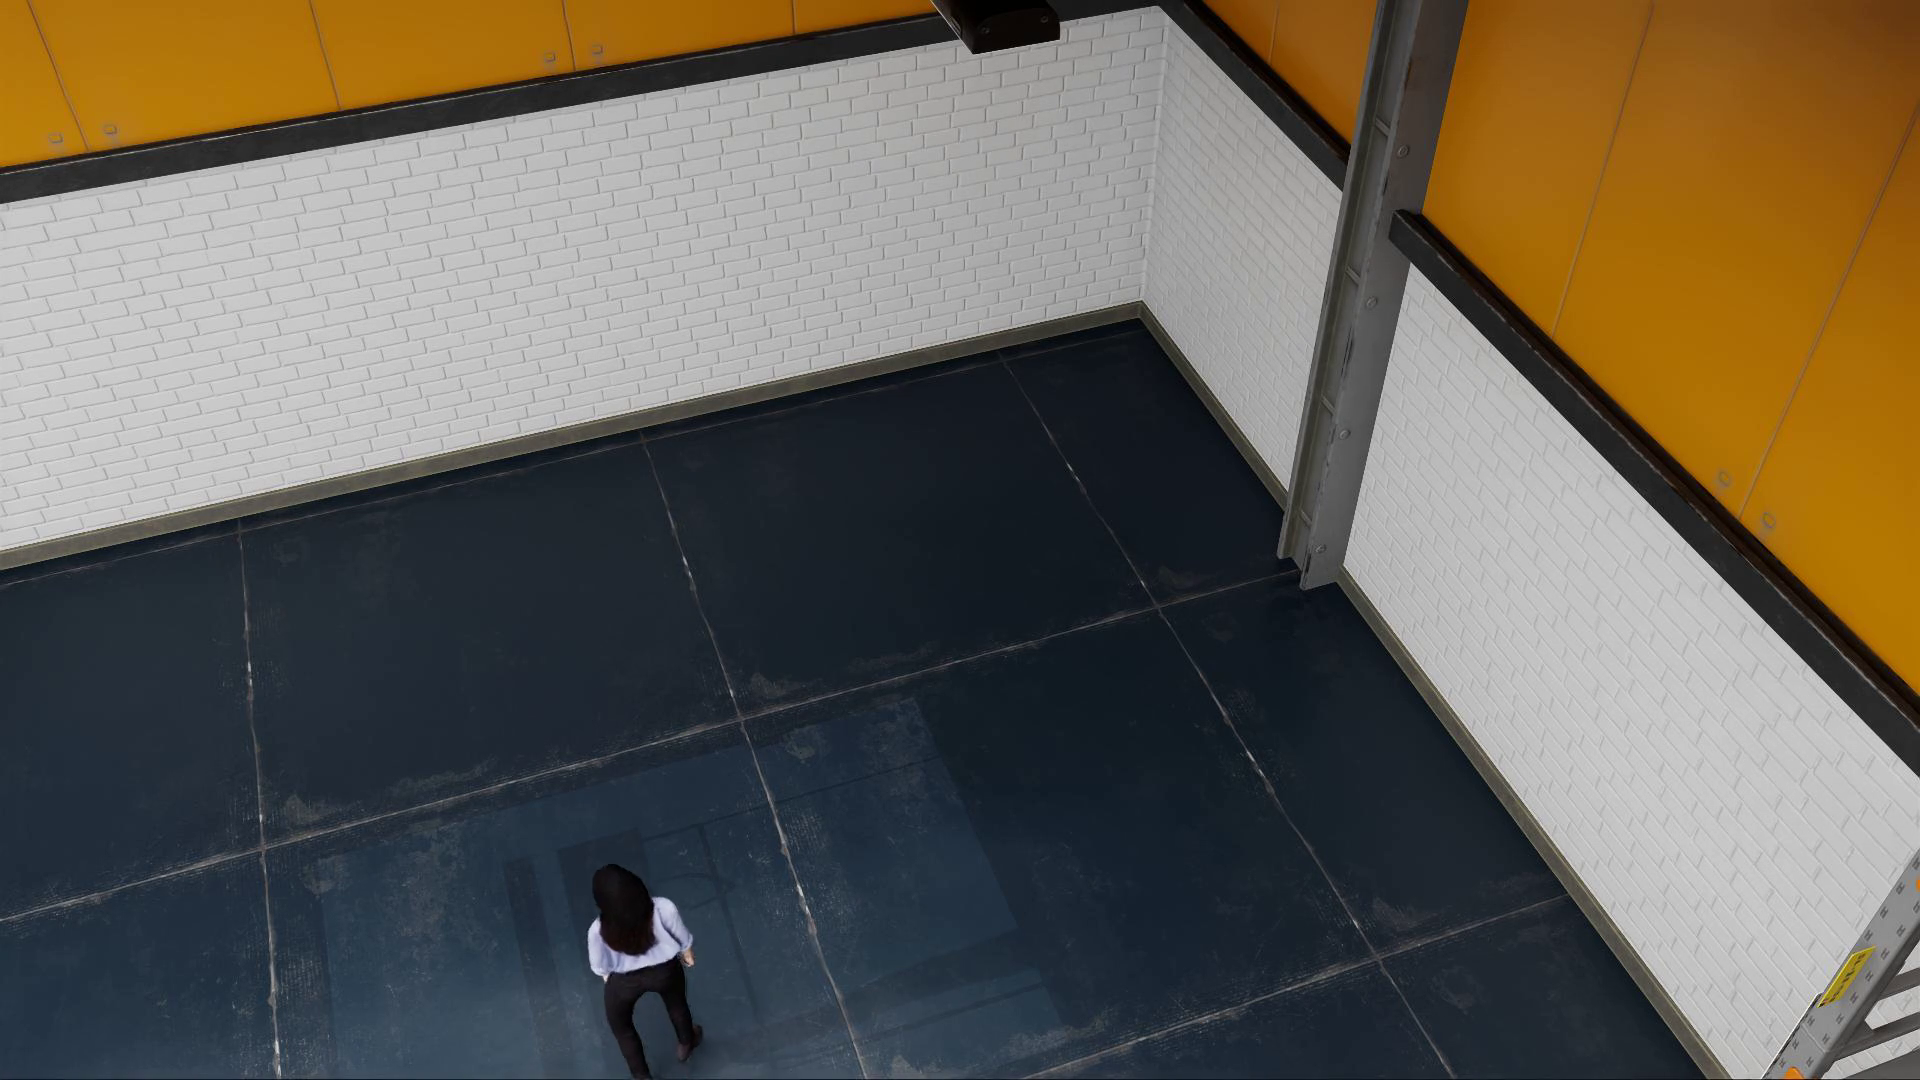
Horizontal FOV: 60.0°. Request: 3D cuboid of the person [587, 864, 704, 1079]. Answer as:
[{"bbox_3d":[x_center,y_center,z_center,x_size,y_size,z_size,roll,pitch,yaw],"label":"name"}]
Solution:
[{"bbox_3d":[-1.592,2.227,8.524,0.725,1.738,0.662,-6,44,-6],"label":"person"}]
